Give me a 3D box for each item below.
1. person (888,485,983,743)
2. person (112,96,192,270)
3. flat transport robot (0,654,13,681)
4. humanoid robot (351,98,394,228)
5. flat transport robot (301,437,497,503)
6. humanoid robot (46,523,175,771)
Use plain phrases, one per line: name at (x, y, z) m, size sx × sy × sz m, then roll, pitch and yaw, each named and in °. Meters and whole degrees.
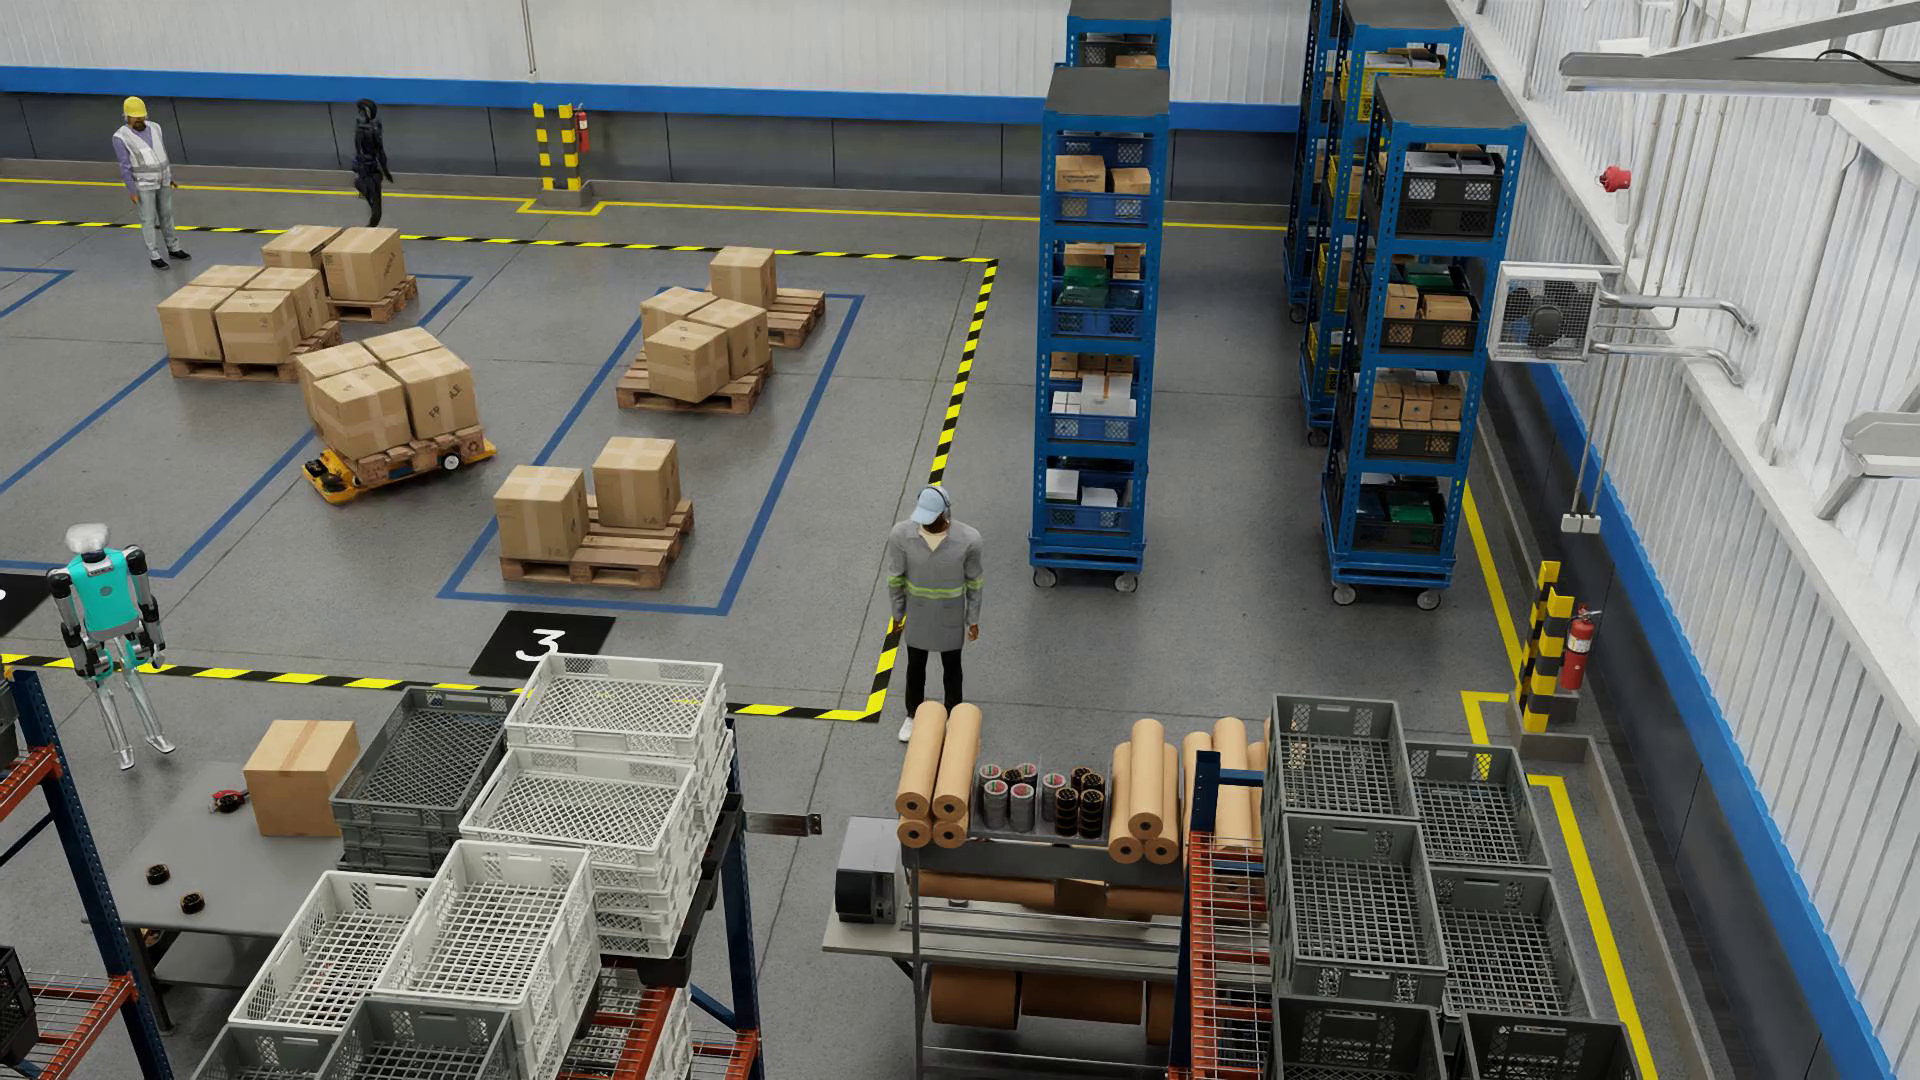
person at (-0.155, 0.464, 10.306) m, size 0.589 × 1.848 × 0.405 m, roll 4°, pitch 30°, yaw 6°
person at (-8.574, -3.798, 17.644) m, size 0.403 × 1.827 × 0.599 m, roll 13°, pitch 33°, yaw 21°
flat transport robot at (-7.142, 0.969, 11.010) m, size 1.431 × 0.231 × 0.659 m, roll 3°, pitch 30°, yaw 6°
humanoid robot at (-6.458, -4.008, 18.170) m, size 0.428 × 1.641 × 0.590 m, roll 4°, pitch 31°, yaw 8°
flat transport robot at (-4.679, -0.717, 13.878) m, size 1.431 × 0.197 × 0.652 m, roll -21°, pitch 36°, yaw -31°
humanoid robot at (-5.159, 0.579, 10.090) m, size 0.533 × 1.673 × 0.735 m, roll -22°, pitch 37°, yaw -33°
